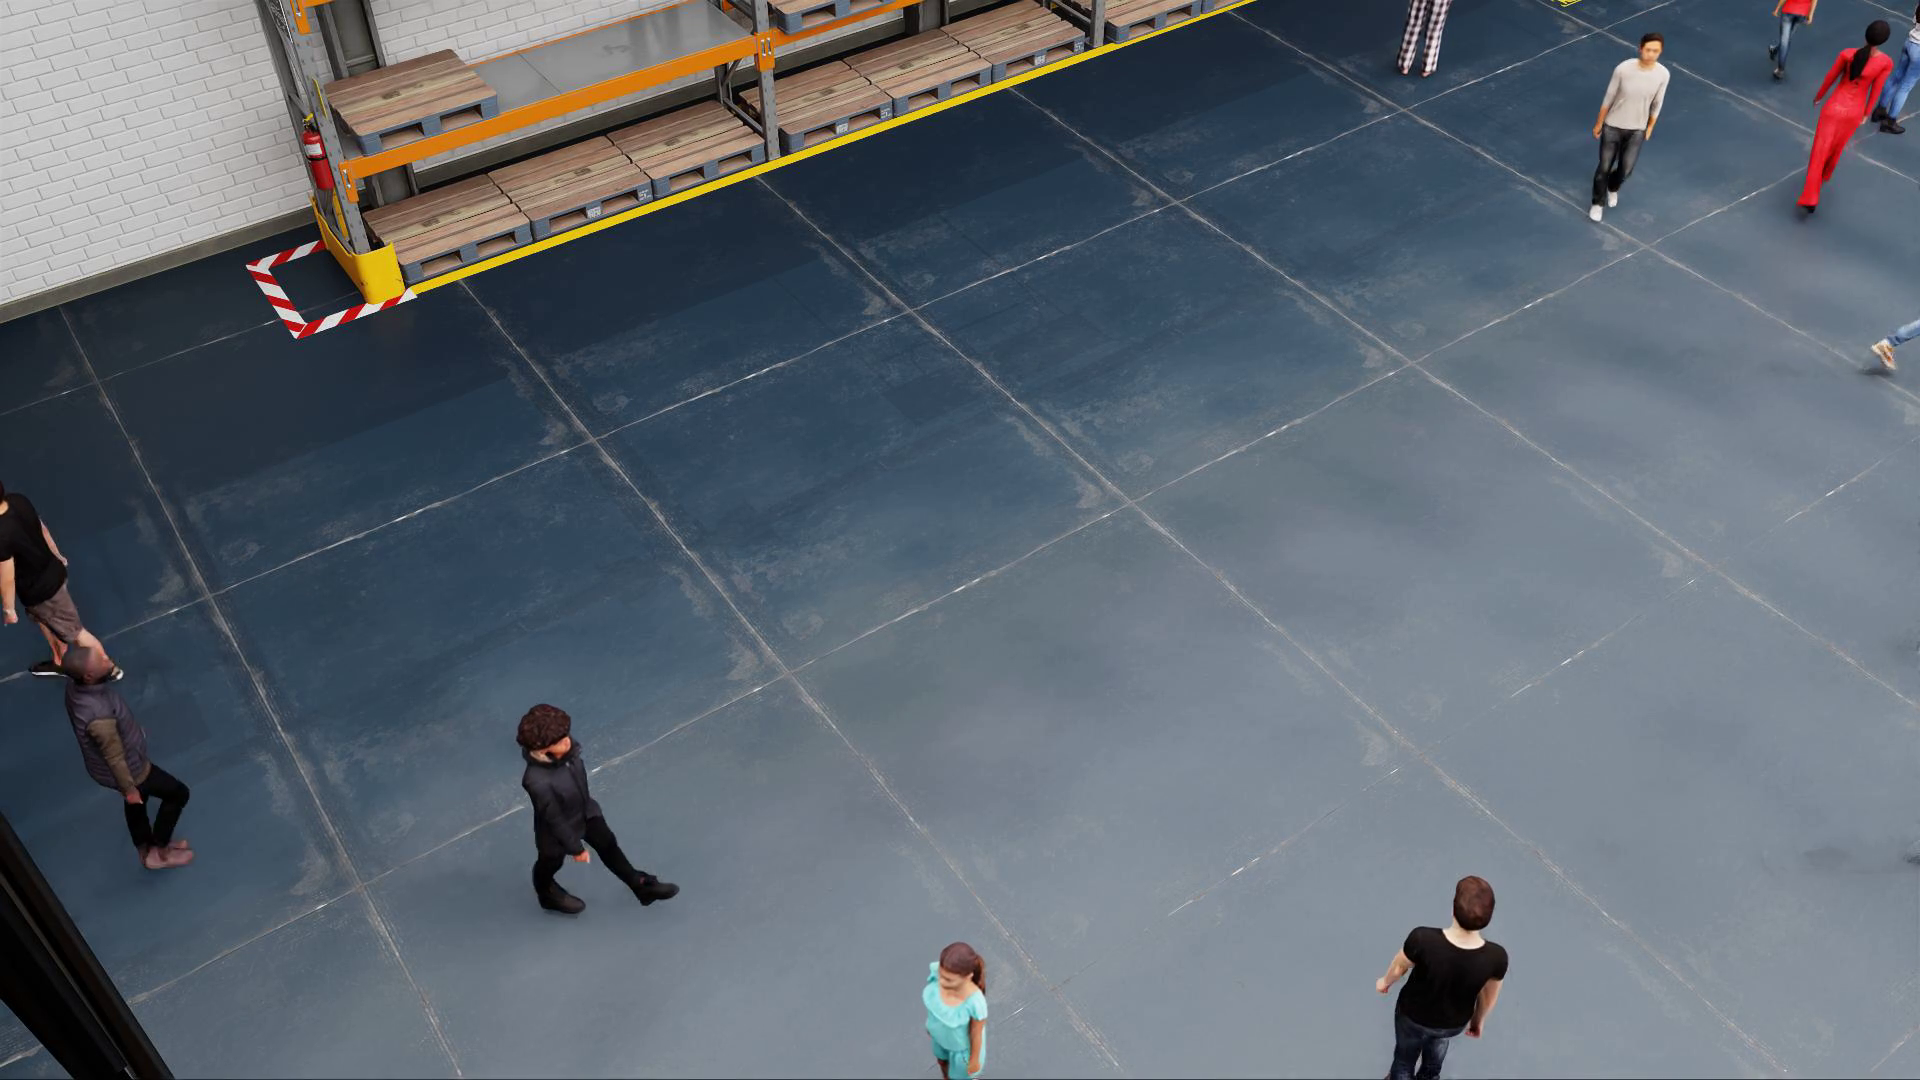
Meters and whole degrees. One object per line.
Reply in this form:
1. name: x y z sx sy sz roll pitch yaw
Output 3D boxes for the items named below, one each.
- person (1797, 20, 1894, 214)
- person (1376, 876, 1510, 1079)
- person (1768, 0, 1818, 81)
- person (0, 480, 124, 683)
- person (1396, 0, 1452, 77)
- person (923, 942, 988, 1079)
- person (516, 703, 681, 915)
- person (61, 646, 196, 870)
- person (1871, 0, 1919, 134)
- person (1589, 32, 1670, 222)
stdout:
1. person: 7.899 -3.765 14.931 1.086 1.742 1.211 12 45 12
2. person: 2.382 2.427 8.332 0.804 1.879 0.874 4 44 4
3. person: 8.492 -5.314 16.893 0.872 1.278 0.902 4 44 4
4. person: -5.779 0.270 10.619 0.985 1.847 0.898 -7 44 -7
5. person: 4.756 -5.571 16.752 0.689 1.845 0.739 9 44 9
6. person: -0.012 2.517 8.469 0.542 1.559 0.553 -28 50 -27
7. person: -2.305 1.558 9.351 1.125 1.731 1.091 8 44 9
8. person: -4.877 1.316 9.540 0.653 1.821 0.723 -29 51 -27
9. person: 9.221 -4.726 16.019 0.698 1.633 0.677 0 44 0
10. person: 5.931 -3.743 14.863 0.826 1.802 0.877 12 45 12
